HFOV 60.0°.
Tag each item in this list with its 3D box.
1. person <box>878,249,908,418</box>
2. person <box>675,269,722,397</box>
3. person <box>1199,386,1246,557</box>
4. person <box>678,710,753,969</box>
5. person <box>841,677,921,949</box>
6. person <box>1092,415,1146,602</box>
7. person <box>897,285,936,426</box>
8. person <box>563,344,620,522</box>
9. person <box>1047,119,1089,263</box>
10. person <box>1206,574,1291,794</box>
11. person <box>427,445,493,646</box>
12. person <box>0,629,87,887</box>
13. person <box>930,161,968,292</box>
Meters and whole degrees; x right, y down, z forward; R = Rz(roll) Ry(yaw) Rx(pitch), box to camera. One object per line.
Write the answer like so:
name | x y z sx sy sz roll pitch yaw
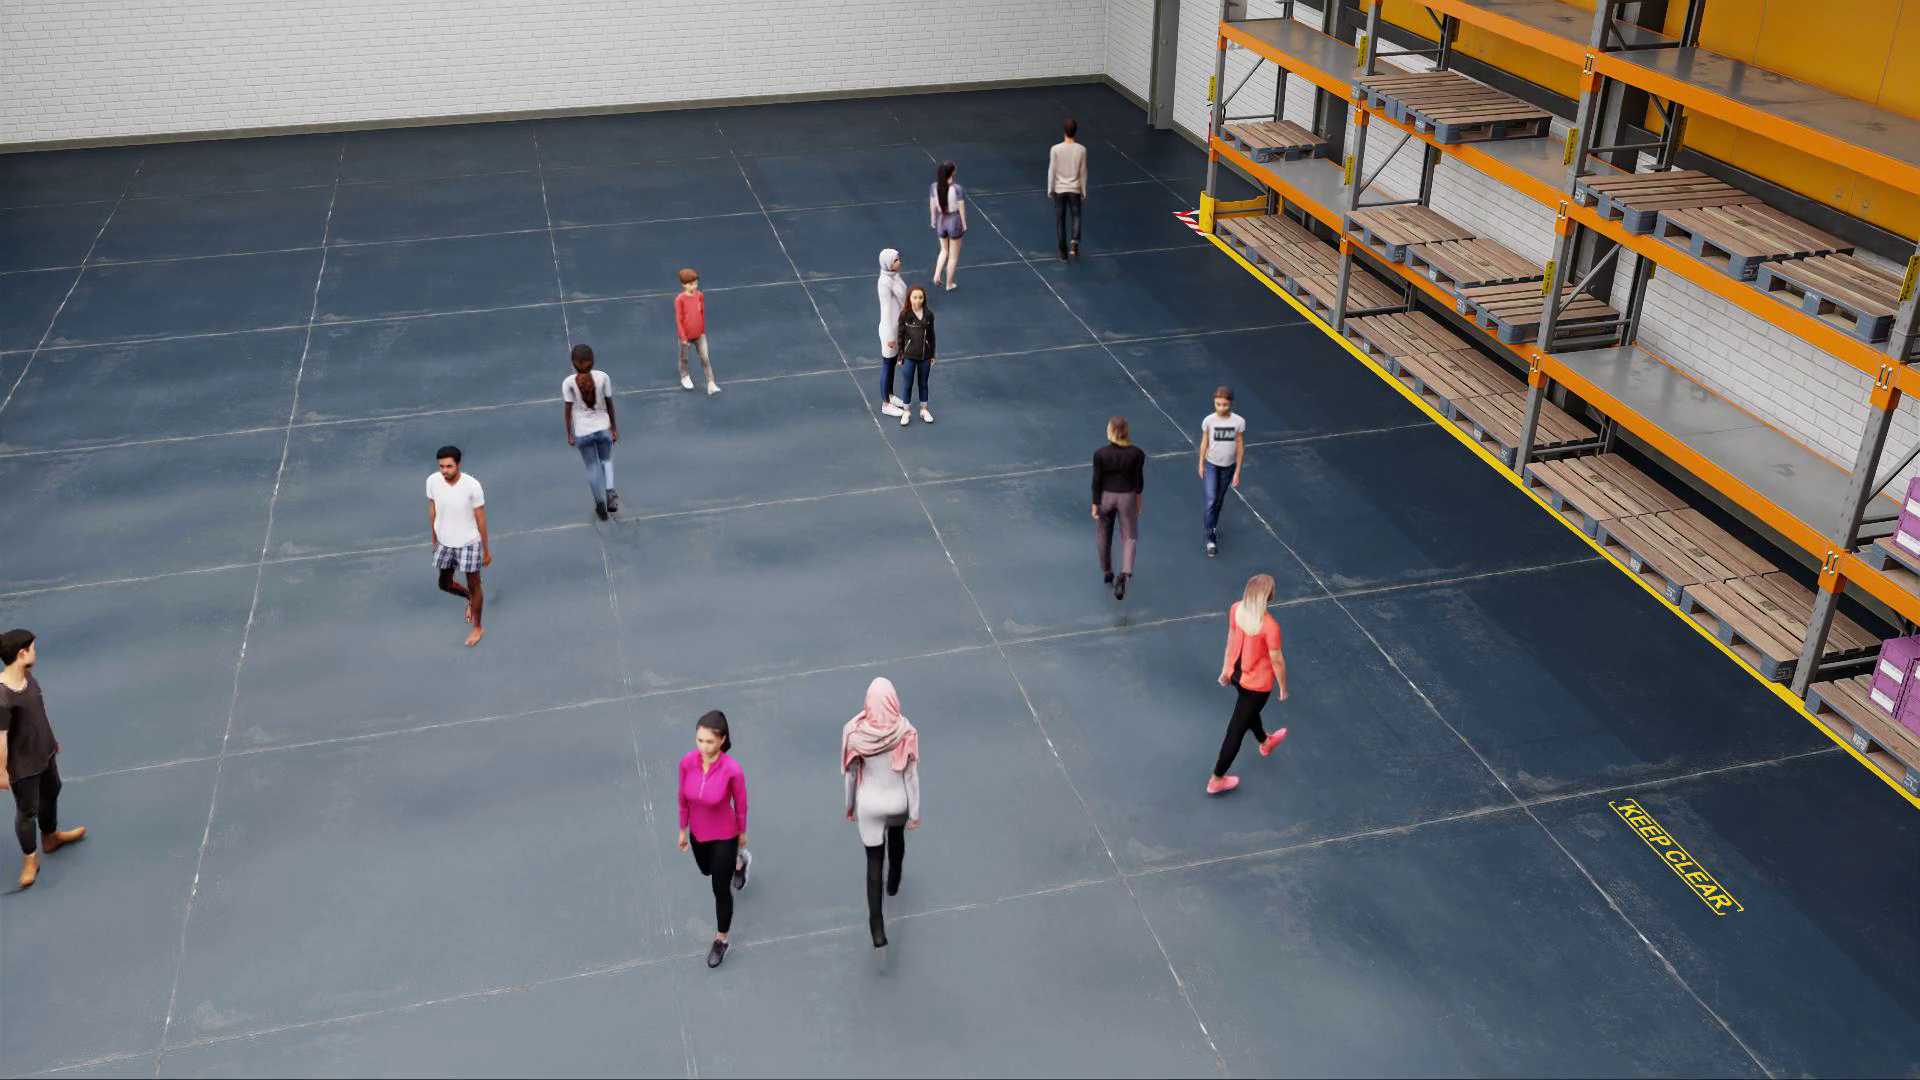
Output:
person | -0.721 -2.175 17.316 0.747 1.775 0.620 6 29 11
person | -2.923 -2.233 17.838 0.713 1.376 0.999 -17 33 -28
person | 2.312 -0.698 14.858 0.652 1.536 0.893 0 29 0
person | -1.479 1.748 10.229 0.953 1.675 1.111 9 30 16
person | -0.474 1.698 10.225 0.835 1.767 1.235 -1 29 -1
person | 1.327 -0.236 13.890 0.748 1.651 0.979 0 29 -1
person | -0.454 -1.924 17.161 0.550 1.483 0.499 -7 29 -13
person | -3.314 -0.947 15.126 0.659 1.716 0.719 -12 31 -20
person | 1.393 -4.469 21.436 0.713 1.857 0.721 -2 29 -3
person | 1.939 1.032 11.571 0.896 1.647 1.095 -17 33 -29
person | -3.999 -0.019 13.420 0.812 1.721 0.856 5 29 10
person | -6.141 1.415 10.827 0.918 1.686 0.598 4 29 7
person | -0.167 -3.846 20.523 0.725 1.638 0.789 16 33 27
